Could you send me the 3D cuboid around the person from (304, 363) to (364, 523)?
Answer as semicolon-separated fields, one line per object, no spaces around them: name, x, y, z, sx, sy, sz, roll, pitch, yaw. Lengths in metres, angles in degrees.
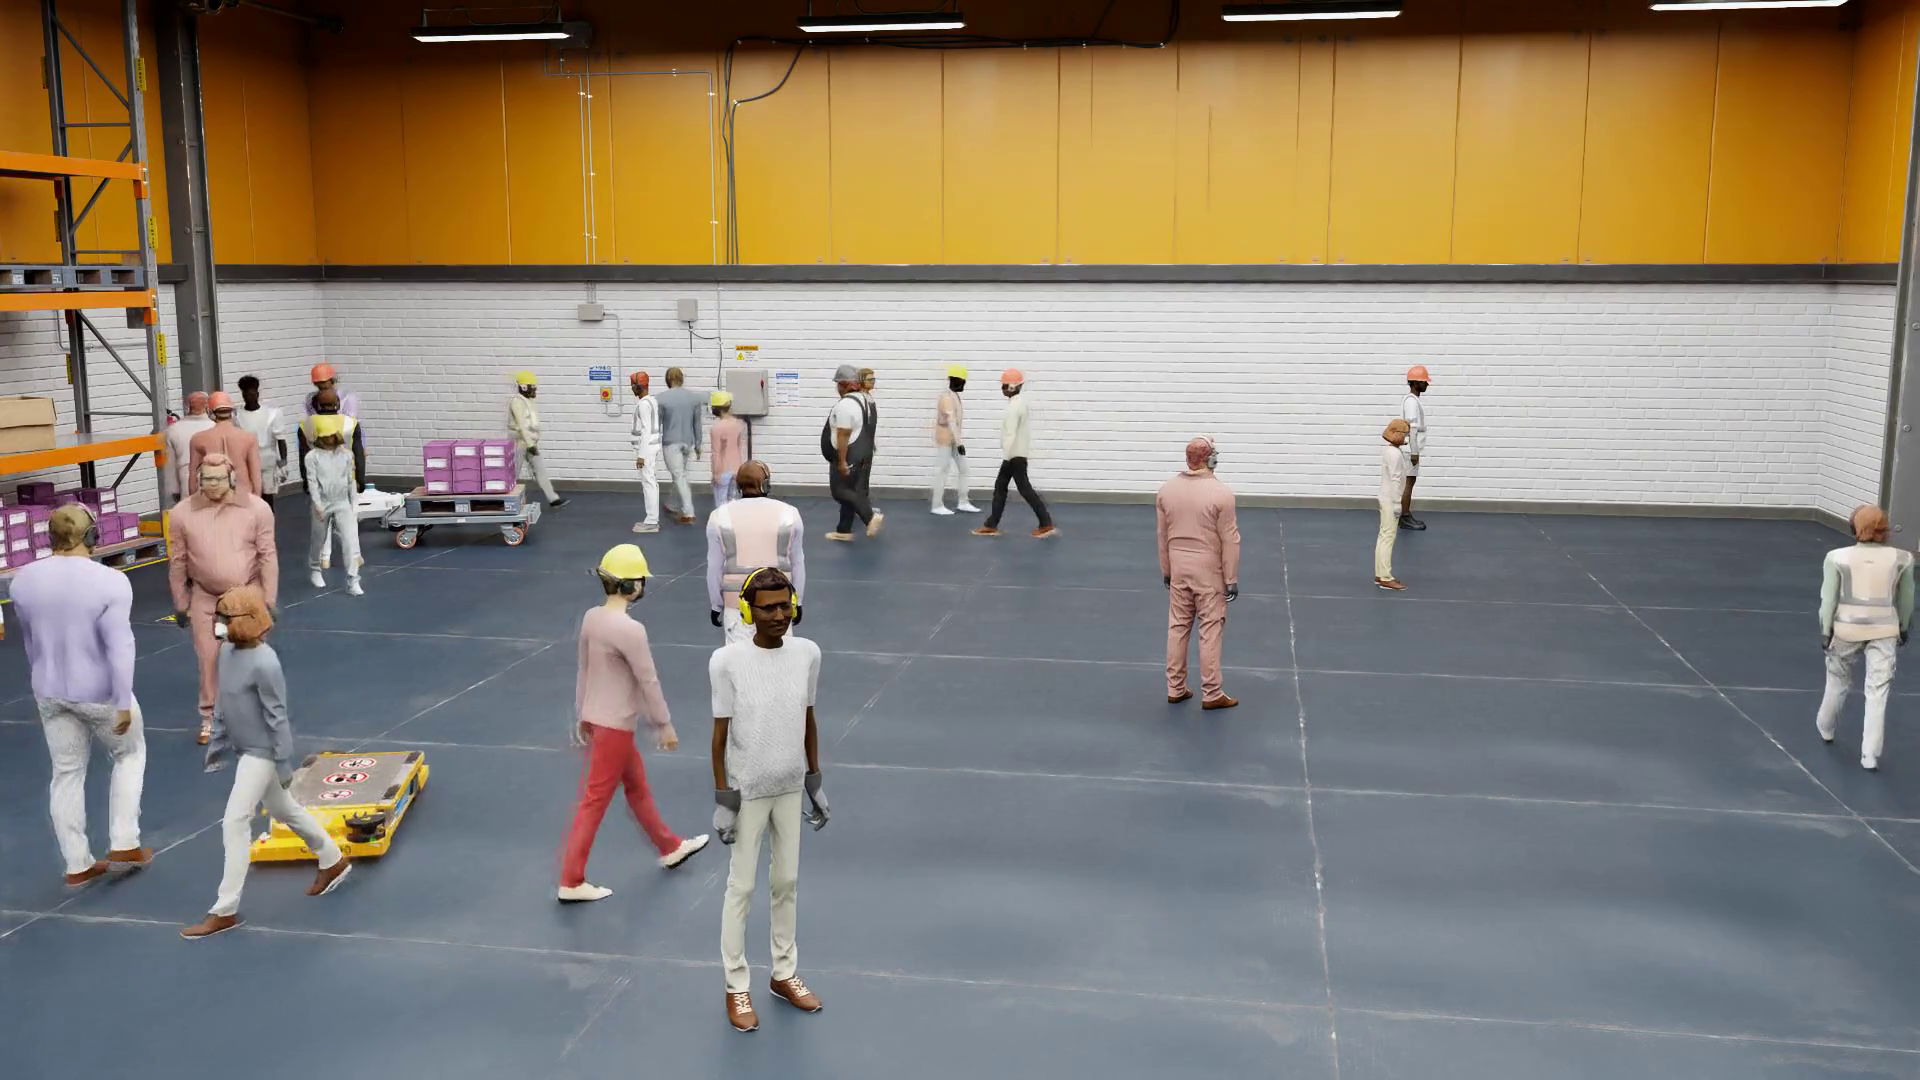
person;-7.414;-1.125;19.774;0.664;1.976;1.094;0;9;1

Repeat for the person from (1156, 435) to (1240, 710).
person;1.680;0.223;11.586;0.642;1.913;0.408;8;12;42

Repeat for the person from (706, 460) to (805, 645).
person;-1.310;0.402;10.700;0.624;1.840;0.430;-2;9;-10

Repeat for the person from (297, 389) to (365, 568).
person;-6.432;-0.627;17.080;0.634;1.839;0.429;-3;9;-15

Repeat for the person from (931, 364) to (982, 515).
person;-0.025;-1.241;20.716;0.760;1.892;0.587;2;9;15

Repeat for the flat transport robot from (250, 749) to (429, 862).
flat transport robot;-3.389;1.429;9.178;0.652;0.197;1.431;-1;9;-8

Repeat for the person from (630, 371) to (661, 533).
person;-3.679;-1.029;19.433;0.355;1.887;0.573;0;9;-3

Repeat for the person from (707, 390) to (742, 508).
person;-2.521;-0.760;18.171;0.492;1.749;0.540;5;10;29

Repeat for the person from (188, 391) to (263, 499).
person;-6.788;-0.401;15.389;0.629;1.946;1.046;-5;10;-26

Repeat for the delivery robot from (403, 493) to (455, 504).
delivery robot;-6.231;-0.468;19.777;0.707;0.478;0.477;-7;12;-39

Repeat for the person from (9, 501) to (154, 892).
person;-4.323;0.755;8.260;0.633;1.915;0.600;0;9;2

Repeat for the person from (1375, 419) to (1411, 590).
person;4.165;-0.350;16.000;0.283;1.633;0.498;1;9;7

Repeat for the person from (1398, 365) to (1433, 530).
person;5.372;-1.092;19.661;0.358;1.938;0.545;2;9;12

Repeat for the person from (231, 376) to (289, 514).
person;-7.542;-0.795;17.860;0.622;1.915;0.941;-4;10;-25

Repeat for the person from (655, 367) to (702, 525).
person;-3.488;-1.149;20.138;0.651;1.886;0.996;-9;13;-43

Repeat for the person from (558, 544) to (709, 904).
person;-1.605;0.879;8.113;0.903;1.718;0.537;-6;11;-34

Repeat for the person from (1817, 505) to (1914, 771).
person;5.618;0.583;10.341;0.533;1.595;0.861;4;10;21

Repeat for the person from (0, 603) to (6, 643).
person;-6.156;0.438;10.225;0.564;1.918;0.404;1;9;6

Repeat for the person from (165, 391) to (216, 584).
person;-7.415;-0.507;16.224;0.648;1.882;0.761;-1;9;-5

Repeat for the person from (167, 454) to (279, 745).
person;-4.721;0.394;10.673;0.666;1.893;0.504;-3;10;-17

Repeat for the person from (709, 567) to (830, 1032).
person;-0.764;1.024;6.741;0.520;1.873;0.333;-6;11;-33

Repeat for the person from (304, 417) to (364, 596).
person;-5.990;-0.342;15.800;0.477;1.685;0.948;-8;12;-40

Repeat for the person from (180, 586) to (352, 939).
person;-3.268;0.987;7.817;0.845;1.597;0.492;-8;12;-42

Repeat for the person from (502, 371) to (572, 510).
person;-5.389;-1.224;20.949;0.929;1.782;0.606;1;9;4

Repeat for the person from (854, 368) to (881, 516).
person;-1.182;-1.219;20.736;0.344;1.847;0.504;3;10;18

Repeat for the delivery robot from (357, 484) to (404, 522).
delivery robot;-6.894;-0.417;19.460;0.707;0.478;0.477;-5;10;-29

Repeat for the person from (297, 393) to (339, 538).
person;-7.174;-0.819;18.754;0.543;1.682;0.597;-3;10;-16

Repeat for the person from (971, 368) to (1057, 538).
person;0.652;-0.988;18.998;1.004;1.950;0.626;1;9;9

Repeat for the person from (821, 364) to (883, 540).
person;-1.207;-0.977;18.627;0.729;2.000;0.692;3;10;19
